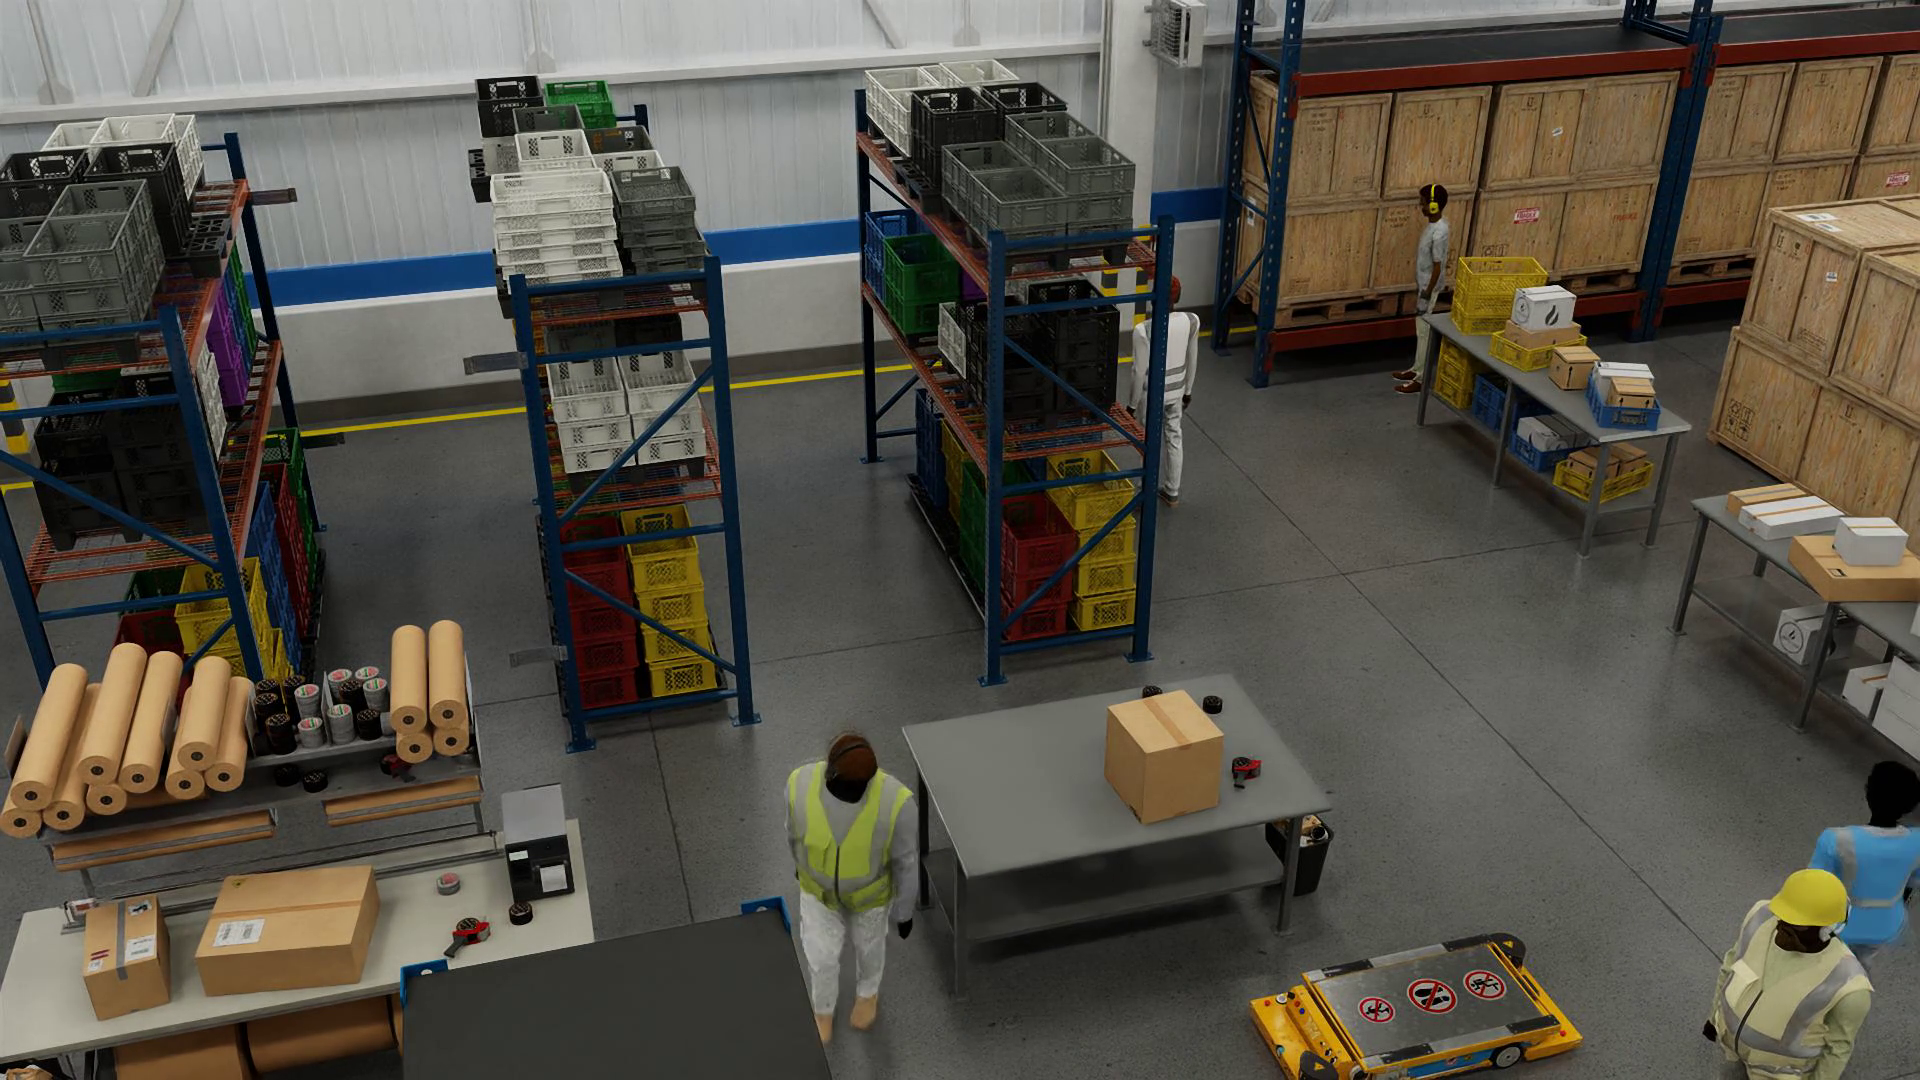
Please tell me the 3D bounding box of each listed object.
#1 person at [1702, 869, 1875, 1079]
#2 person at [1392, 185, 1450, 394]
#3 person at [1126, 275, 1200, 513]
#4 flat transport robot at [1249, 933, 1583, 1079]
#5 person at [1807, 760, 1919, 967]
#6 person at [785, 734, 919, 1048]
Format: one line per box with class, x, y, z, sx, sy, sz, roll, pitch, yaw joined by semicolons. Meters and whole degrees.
person;3.271;2.068;6.760;0.403;1.833;0.586;-13;31;-22
person;4.034;-2.177;14.454;0.328;1.865;0.521;6;29;11
person;1.498;-1.089;12.454;0.584;1.881;0.347;-15;32;-26
flat transport robot;2.184;2.282;7.980;1.431;0.197;0.652;-8;30;-14
person;4.036;1.733;7.526;0.545;1.678;0.584;1;29;1
person;-0.490;1.584;7.670;0.644;1.802;0.570;4;29;7
